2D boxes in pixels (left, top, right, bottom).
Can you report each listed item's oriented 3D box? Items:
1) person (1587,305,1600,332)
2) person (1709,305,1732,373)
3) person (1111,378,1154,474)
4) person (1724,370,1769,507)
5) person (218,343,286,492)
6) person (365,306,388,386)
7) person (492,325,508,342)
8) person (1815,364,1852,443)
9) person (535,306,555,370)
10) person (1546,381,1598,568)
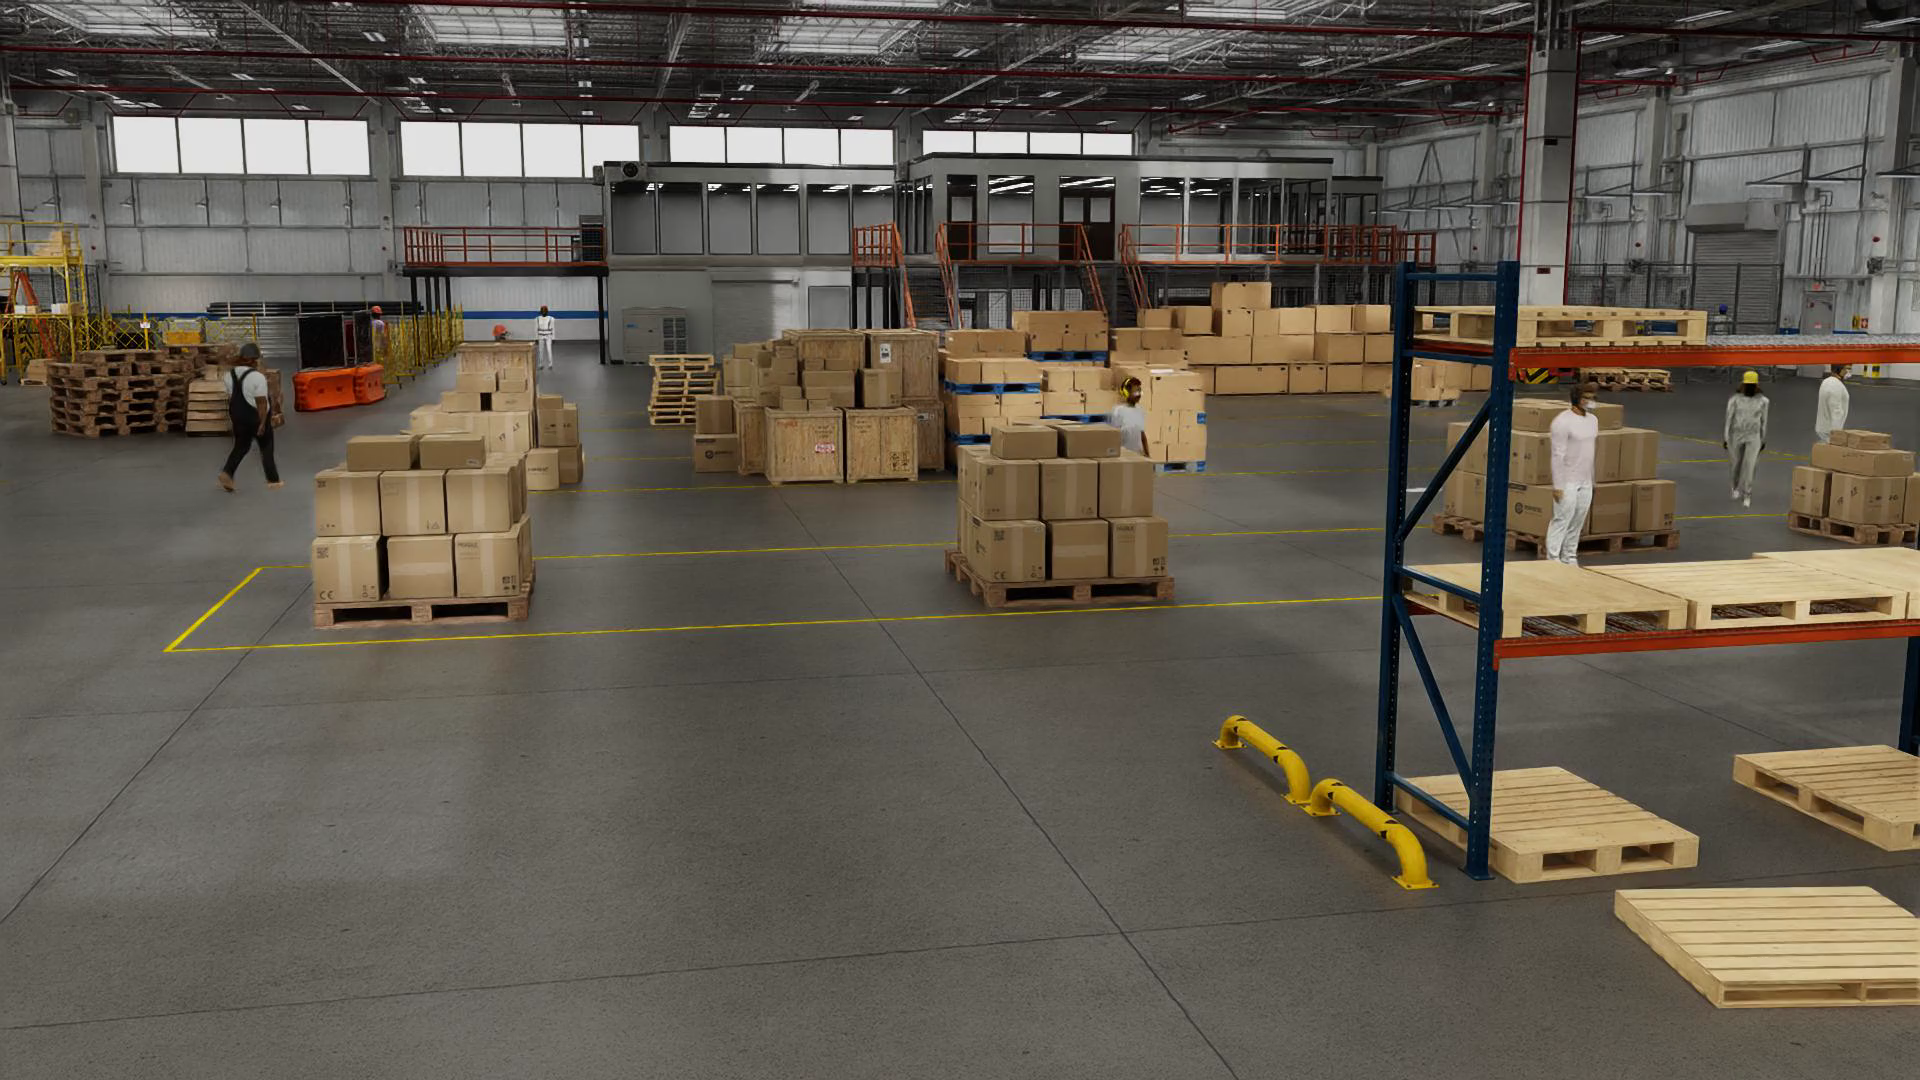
[{"bbox_3d":[18.039,-5.684,47.134,0.552,1.936,0.359,1,9,4],"label":"person"},{"bbox_3d":[21.599,-5.701,47.214,0.617,1.943,0.395,8,12,40],"label":"person"},{"bbox_3d":[1.883,-0.840,17.963,0.961,1.817,0.551,8,13,42],"label":"person"},{"bbox_3d":[10.007,-1.314,21.192,0.492,1.718,0.801,4,10,24],"label":"person"},{"bbox_3d":[-9.578,-1.669,22.349,0.685,2.000,0.885,3,10,19],"label":"person"},{"bbox_3d":[-14.702,-4.885,41.972,0.605,2.034,0.397,5,10,26],"label":"person"},{"bbox_3d":[-8.203,-2.872,29.876,0.452,1.973,0.650,5,11,29],"label":"person"},{"bbox_3d":[10.643,-1.279,20.303,0.370,1.934,0.627,3,10,16],"label":"person"},{"bbox_3d":[-12.145,-5.912,48.678,0.572,1.887,0.354,0,9,3],"label":"person"},{"bbox_3d":[5.827,-0.544,15.810,0.634,1.936,0.355,-7,12,-36],"label":"person"}]
